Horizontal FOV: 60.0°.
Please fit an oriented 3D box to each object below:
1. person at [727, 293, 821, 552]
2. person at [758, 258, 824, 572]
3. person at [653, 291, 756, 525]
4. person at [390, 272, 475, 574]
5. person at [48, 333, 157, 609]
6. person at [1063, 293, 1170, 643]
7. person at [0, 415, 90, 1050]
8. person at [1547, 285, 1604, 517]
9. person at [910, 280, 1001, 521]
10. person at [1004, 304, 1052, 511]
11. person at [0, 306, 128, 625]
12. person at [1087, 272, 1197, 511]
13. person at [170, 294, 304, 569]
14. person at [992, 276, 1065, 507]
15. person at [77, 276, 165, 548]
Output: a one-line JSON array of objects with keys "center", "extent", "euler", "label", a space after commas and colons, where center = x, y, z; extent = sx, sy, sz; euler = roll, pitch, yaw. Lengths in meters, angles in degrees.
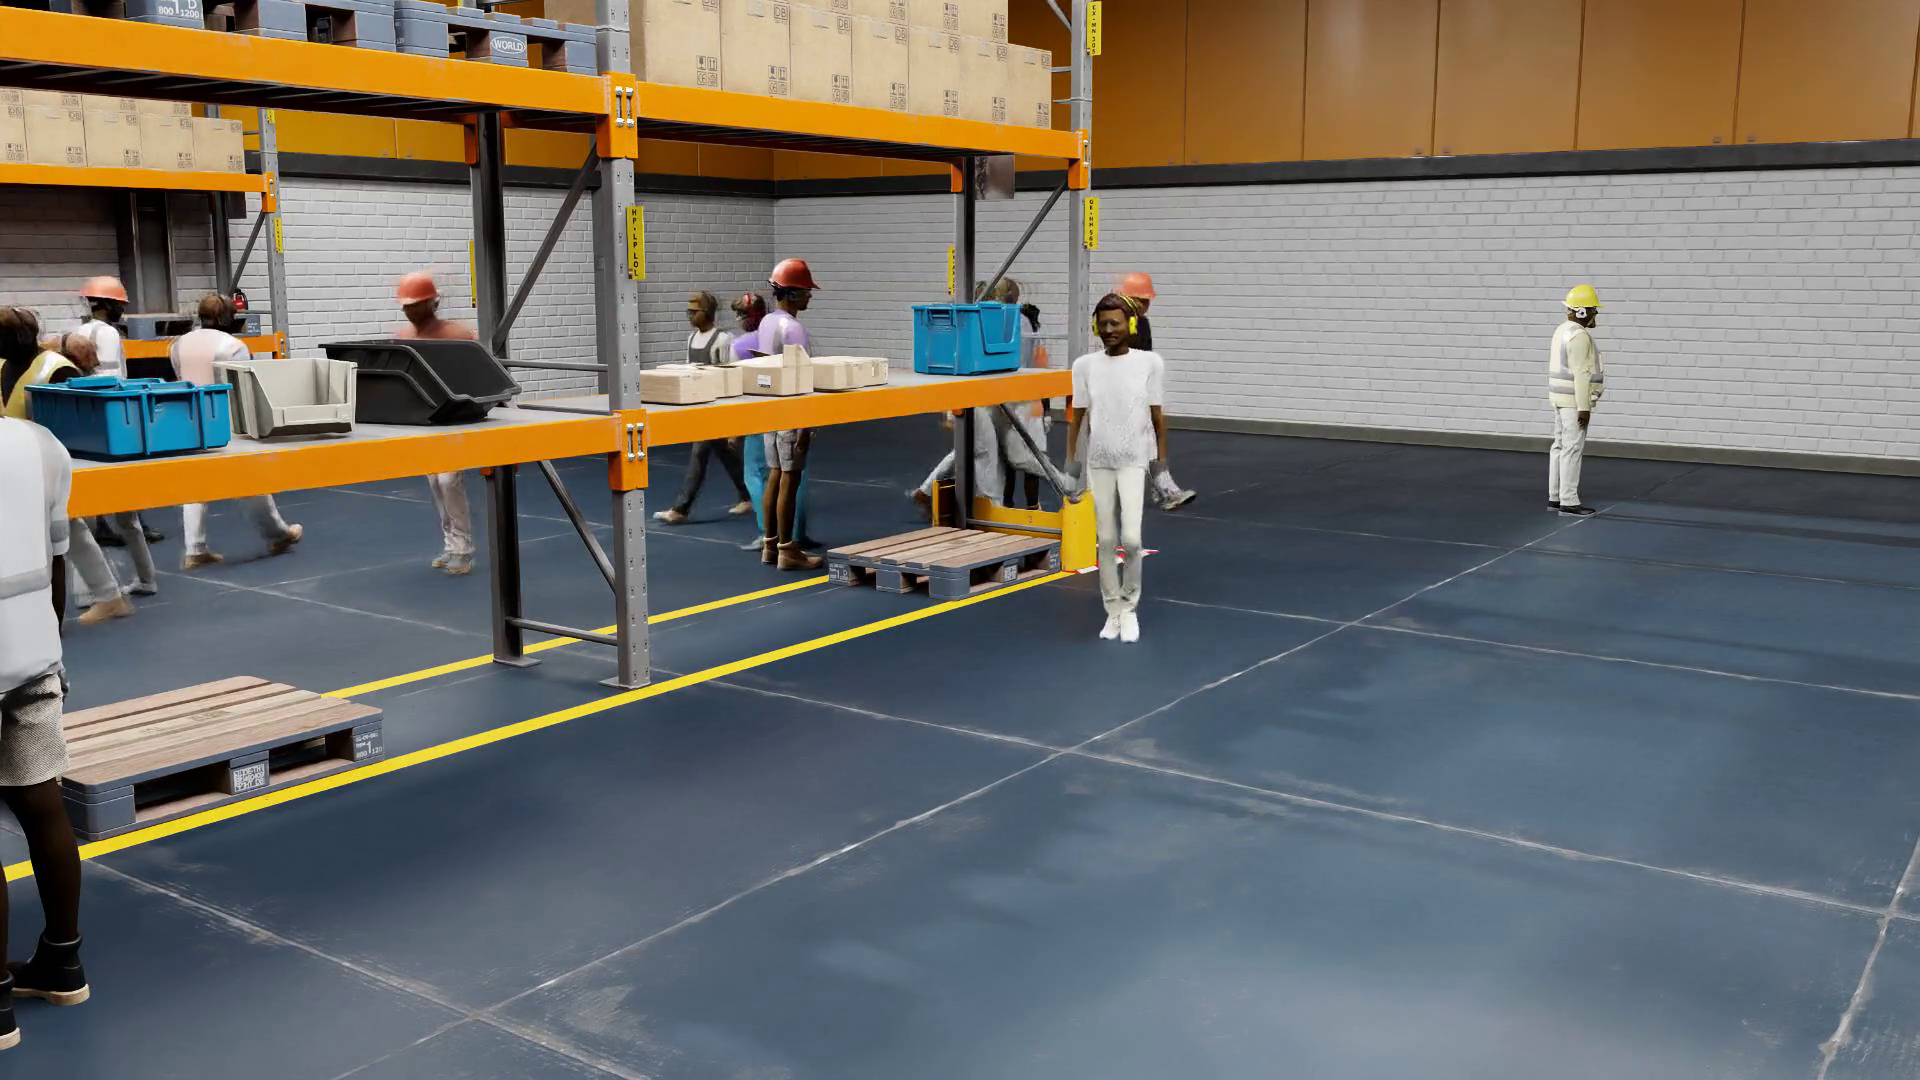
[{"center": [-1.257, -0.806, 11.570], "extent": [0.725, 1.807, 0.383], "euler": [-6, 11, -32], "label": "person"}, {"center": [-1.110, -0.814, 10.895], "extent": [0.392, 2.040, 0.623], "euler": [-5, 11, -25], "label": "person"}, {"center": [-1.951, -1.027, 12.921], "extent": [1.006, 1.794, 0.531], "euler": [-8, 12, -39], "label": "person"}, {"center": [-3.394, -0.749, 10.784], "extent": [0.642, 1.949, 0.659], "euler": [3, 10, 19], "label": "person"}, {"center": [-5.094, -0.412, 9.787], "extent": [0.374, 1.606, 0.596], "euler": [8, 12, 39], "label": "person"}, {"center": [0.815, -0.365, 8.777], "extent": [0.552, 1.849, 0.572], "euler": [3, 10, 15], "label": "person"}, {"center": [-2.547, 0.330, 4.293], "extent": [0.367, 1.966, 0.607], "euler": [2, 10, 12], "label": "person"}, {"center": [4.897, -1.103, 13.226], "extent": [0.404, 1.831, 0.600], "euler": [0, 10, 3], "label": "person"}, {"center": [0.018, -1.002, 12.473], "extent": [0.924, 1.889, 0.665], "euler": [5, 11, 26], "label": "person"}, {"center": [0.499, -0.952, 12.734], "extent": [0.318, 1.697, 0.535], "euler": [-9, 13, -43], "label": "person"}, {"center": [-4.957, -0.361, 8.961], "extent": [0.635, 1.784, 0.979], "euler": [5, 11, 27], "label": "person"}, {"center": [1.404, -1.187, 13.425], "extent": [1.003, 1.935, 0.624], "euler": [6, 11, 32], "label": "person"}, {"center": [-4.908, -0.744, 11.195], "extent": [0.627, 1.799, 0.932], "euler": [3, 10, 16], "label": "person"}, {"center": [0.472, -1.034, 12.594], "extent": [0.817, 1.914, 0.629], "euler": [-2, 10, -13], "label": "person"}, {"center": [-5.990, -0.902, 11.803], "extent": [0.571, 1.906, 0.636], "euler": [8, 13, 40], "label": "person"}]
